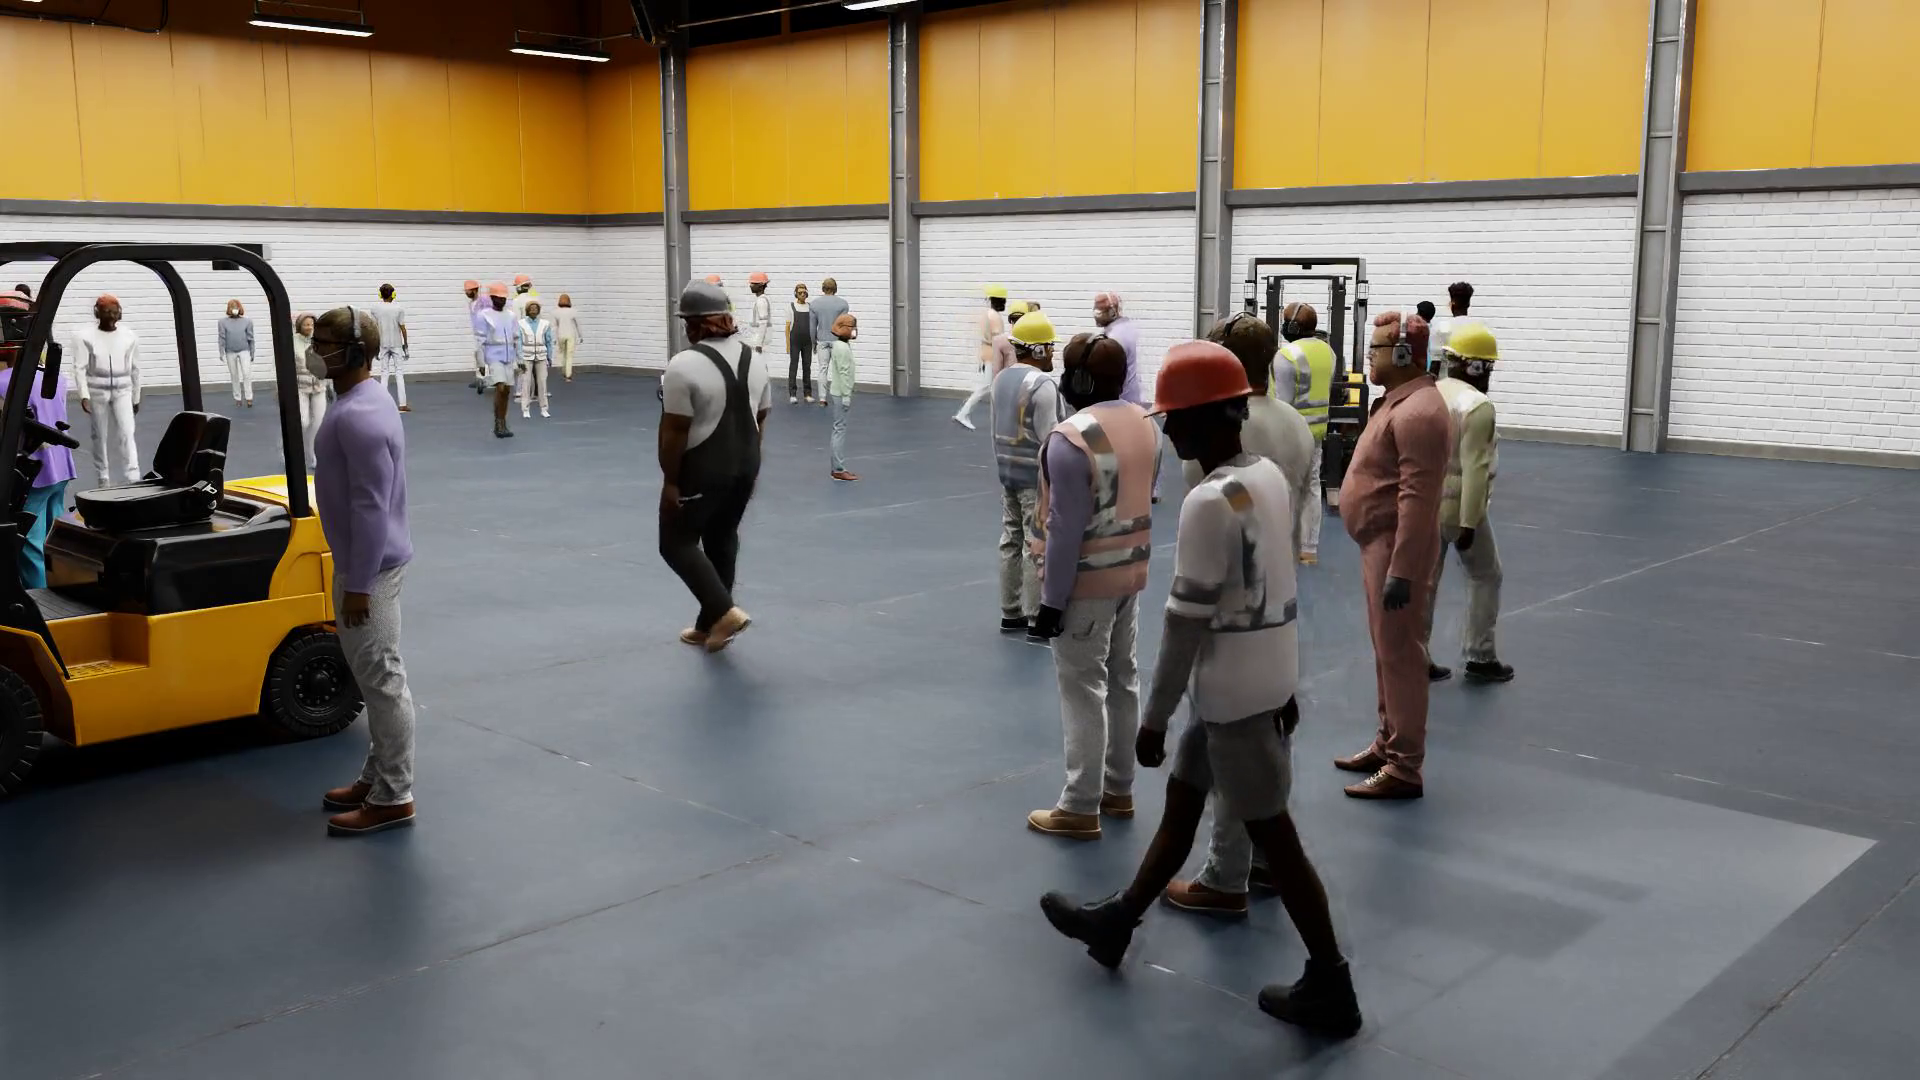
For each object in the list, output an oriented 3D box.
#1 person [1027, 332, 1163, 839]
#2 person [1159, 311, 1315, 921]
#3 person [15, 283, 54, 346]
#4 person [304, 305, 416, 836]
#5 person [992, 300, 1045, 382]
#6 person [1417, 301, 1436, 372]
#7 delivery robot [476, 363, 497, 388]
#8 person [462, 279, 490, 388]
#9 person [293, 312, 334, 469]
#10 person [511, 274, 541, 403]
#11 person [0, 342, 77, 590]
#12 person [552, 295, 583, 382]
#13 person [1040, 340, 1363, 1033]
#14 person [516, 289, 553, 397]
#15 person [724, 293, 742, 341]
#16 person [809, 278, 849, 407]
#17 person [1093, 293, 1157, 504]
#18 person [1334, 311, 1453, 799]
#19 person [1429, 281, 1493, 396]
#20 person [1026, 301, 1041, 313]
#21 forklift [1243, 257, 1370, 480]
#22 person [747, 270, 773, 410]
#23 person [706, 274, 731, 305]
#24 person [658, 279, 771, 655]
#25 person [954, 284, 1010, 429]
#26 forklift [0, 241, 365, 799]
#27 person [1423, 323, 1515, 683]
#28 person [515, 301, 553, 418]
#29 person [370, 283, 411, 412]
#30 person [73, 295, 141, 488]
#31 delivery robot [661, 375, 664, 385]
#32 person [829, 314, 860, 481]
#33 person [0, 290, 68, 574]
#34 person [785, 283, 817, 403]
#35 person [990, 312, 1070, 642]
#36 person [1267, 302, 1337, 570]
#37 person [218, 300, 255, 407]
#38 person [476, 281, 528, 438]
[{"bbox_3d":[0.473,0.166,6.099,0.429,1.847,0.627,6,11,34],"label":"person"},{"bbox_3d":[0.886,0.242,5.341,0.367,1.939,0.634,7,12,38],"label":"person"},{"bbox_3d":[-12.671,-2.556,22.701,0.588,1.884,0.949,-7,12,-36],"label":"person"},{"bbox_3d":[-2.212,0.109,6.154,0.368,1.940,0.631,-4,10,-21],"label":"person"},{"bbox_3d":[0.568,-1.464,16.328,0.531,1.767,0.328,-1,9,-4],"label":"person"},{"bbox_3d":[5.571,-2.012,19.919,0.536,1.692,0.319,-6,11,-34],"label":"person"},{"bbox_3d":[-7.845,-2.766,27.728,0.477,0.478,0.707,-4,10,-25],"label":"delivery robot"},{"bbox_3d":[-8.258,-3.591,29.013,0.603,1.908,0.749,9,13,42],"label":"person"},{"bbox_3d":[-6.718,-1.528,17.118,0.414,1.624,0.535,9,13,44],"label":"person"},{"bbox_3d":[-6.738,-3.122,25.796,0.396,1.992,0.623,5,10,27],"label":"person"},{"bbox_3d":[-4.914,-0.280,8.817,0.389,1.849,0.567,0,9,2],"label":"person"},{"bbox_3d":[-7.262,-3.730,30.769,0.515,1.590,0.869,0,9,-1],"label":"person"},{"bbox_3d":[0.674,0.396,4.588,1.023,1.870,0.563,5,10,27],"label":"person"},{"bbox_3d":[-6.813,-3.139,26.650,0.797,1.731,0.543,1,9,9],"label":"person"},{"bbox_3d":[-2.366,-1.512,16.380,0.541,1.844,0.689,1,9,7],"label":"person"},{"bbox_3d":[-1.943,-2.956,24.947,0.627,1.940,0.372,2,9,11],"label":"person"},{"bbox_3d":[1.320,-1.219,14.552,0.914,1.855,0.667,1,9,4],"label":"person"},{"bbox_3d":[1.697,0.059,6.562,0.409,1.907,0.651,1,9,8],"label":"person"},{"bbox_3d":[4.535,-1.373,15.159,0.613,1.963,0.364,-2,9,-9],"label":"person"},{"bbox_3d":[1.022,-2.663,24.154,0.517,1.612,0.732,-9,13,-43],"label":"person"},{"bbox_3d":[3.309,-1.629,16.029,1.214,2.155,2.313,2,9,11],"label":"forklift"},{"bbox_3d":[-2.937,-2.925,24.427,0.365,2.048,0.607,-1,9,-6],"label":"person"},{"bbox_3d":[-3.785,-3.118,25.810,0.407,1.983,0.614,6,11,32],"label":"person"},{"bbox_3d":[-1.325,-0.384,8.869,0.689,2.000,0.700,8,12,39],"label":"person"},{"bbox_3d":[0.400,-2.364,21.505,0.977,1.890,0.600,-1,9,-4],"label":"person"},{"bbox_3d":[-3.706,-0.171,7.093,1.214,2.155,2.313,9,13,43],"label":"forklift"},{"bbox_3d":[2.526,-0.173,8.308,0.692,1.802,0.589,-4,10,-23],"label":"person"},{"bbox_3d":[-5.928,-2.510,23.160,0.516,1.632,0.313,-4,10,-26],"label":"person"},{"bbox_3d":[-8.213,-2.769,24.011,0.512,1.873,0.328,-1,9,-5],"label":"person"},{"bbox_3d":[-7.791,-1.316,15.249,0.580,1.826,1.036,-7,11,-35],"label":"person"},{"bbox_3d":[-4.268,-2.452,25.800,0.707,0.478,0.477,4,10,22],"label":"delivery robot"},{"bbox_3d":[-1.138,-1.400,16.346,0.286,1.631,0.502,-1,9,-7],"label":"person"},{"bbox_3d":[-6.303,-0.714,11.240,0.568,1.923,0.495,0,9,-1],"label":"person"},{"bbox_3d":[-2.451,-3.034,25.714,0.505,1.846,0.346,-4,10,-25],"label":"person"},{"bbox_3d":[0.408,-0.354,9.314,0.403,1.834,0.589,-5,11,-30],"label":"person"},{"bbox_3d":[2.313,-0.714,11.492,0.429,1.847,0.627,8,13,42],"label":"person"},{"bbox_3d":[-10.802,-2.776,24.849,0.498,1.601,0.809,-3,10,-20],"label":"person"},{"bbox_3d":[-5.576,-2.202,20.390,0.615,1.921,0.552,7,12,38],"label":"person"}]
